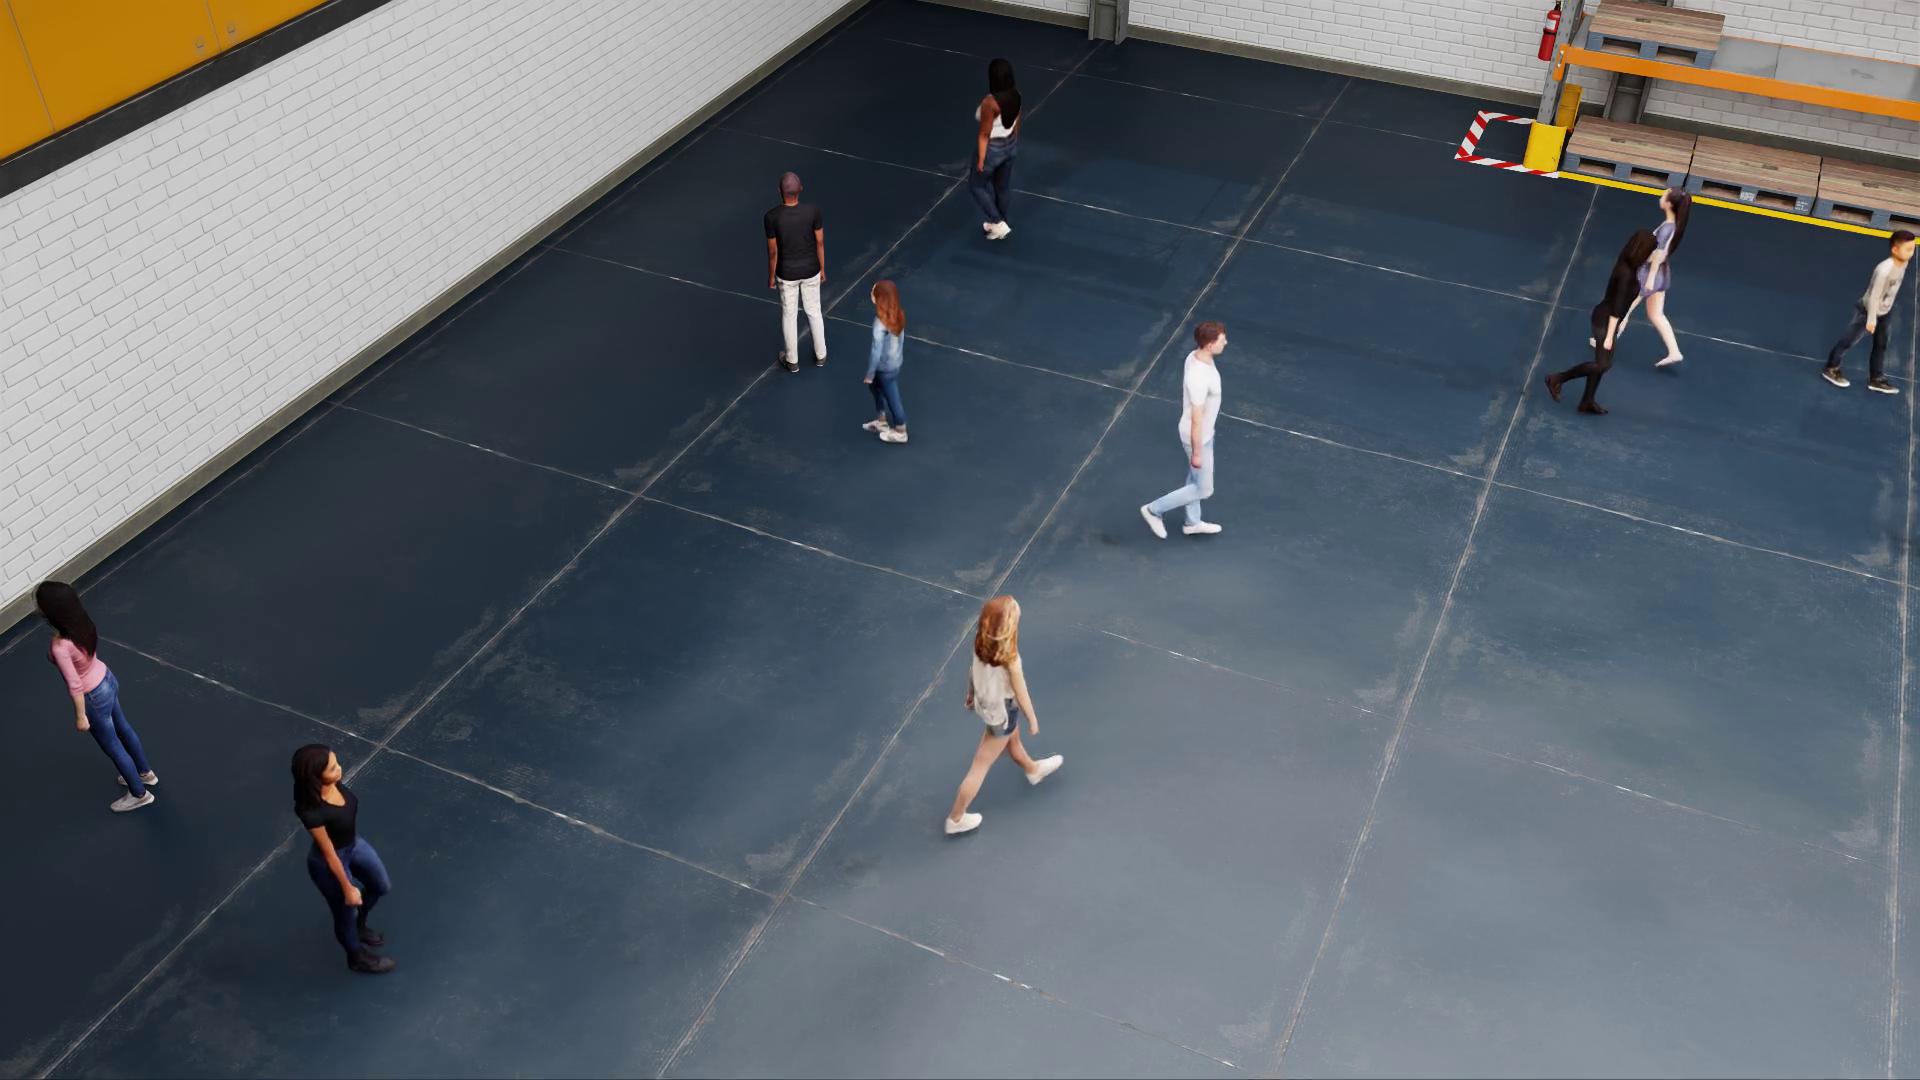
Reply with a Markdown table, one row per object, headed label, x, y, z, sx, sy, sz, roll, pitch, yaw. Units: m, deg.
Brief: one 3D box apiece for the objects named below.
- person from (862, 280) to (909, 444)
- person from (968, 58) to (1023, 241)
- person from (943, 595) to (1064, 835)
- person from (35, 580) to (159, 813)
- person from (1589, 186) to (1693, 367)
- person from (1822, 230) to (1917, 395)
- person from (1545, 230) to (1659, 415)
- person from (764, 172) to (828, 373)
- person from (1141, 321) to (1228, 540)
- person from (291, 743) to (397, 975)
| label | x | y | z | sx | sy | sz | roll | pitch | yaw |
| --- | --- | --- | --- | --- | --- | --- | --- | --- | --- |
| person | -0.502 | -1.381 | 13.108 | 0.678 | 1.467 | 0.645 | 9 | 39 | 11 |
| person | 0.403 | -3.617 | 15.640 | 0.790 | 1.801 | 0.832 | -29 | 47 | -31 |
| person | 0.133 | 1.078 | 9.829 | 1.086 | 1.716 | 1.138 | -20 | 43 | -23 |
| person | -5.206 | 0.926 | 9.998 | 0.675 | 1.743 | 0.646 | -6 | 39 | -7 |
| person | 5.909 | -2.172 | 13.979 | 0.835 | 1.617 | 1.101 | -32 | 48 | -33 |
| person | 7.526 | -1.933 | 13.818 | 0.816 | 1.445 | 0.931 | -23 | 44 | -26 |
| person | 5.150 | -1.746 | 13.450 | 0.816 | 1.611 | 0.666 | 16 | 41 | 19 |
| person | -1.359 | -2.234 | 13.906 | 0.751 | 1.805 | 0.813 | -12 | 40 | -15 |
| person | 1.638 | -0.757 | 12.028 | 0.958 | 1.841 | 0.837 | 4 | 39 | 5 |
| person | -3.438 | 1.756 | 8.971 | 0.724 | 1.728 | 0.685 | 0 | 39 | 0 |
